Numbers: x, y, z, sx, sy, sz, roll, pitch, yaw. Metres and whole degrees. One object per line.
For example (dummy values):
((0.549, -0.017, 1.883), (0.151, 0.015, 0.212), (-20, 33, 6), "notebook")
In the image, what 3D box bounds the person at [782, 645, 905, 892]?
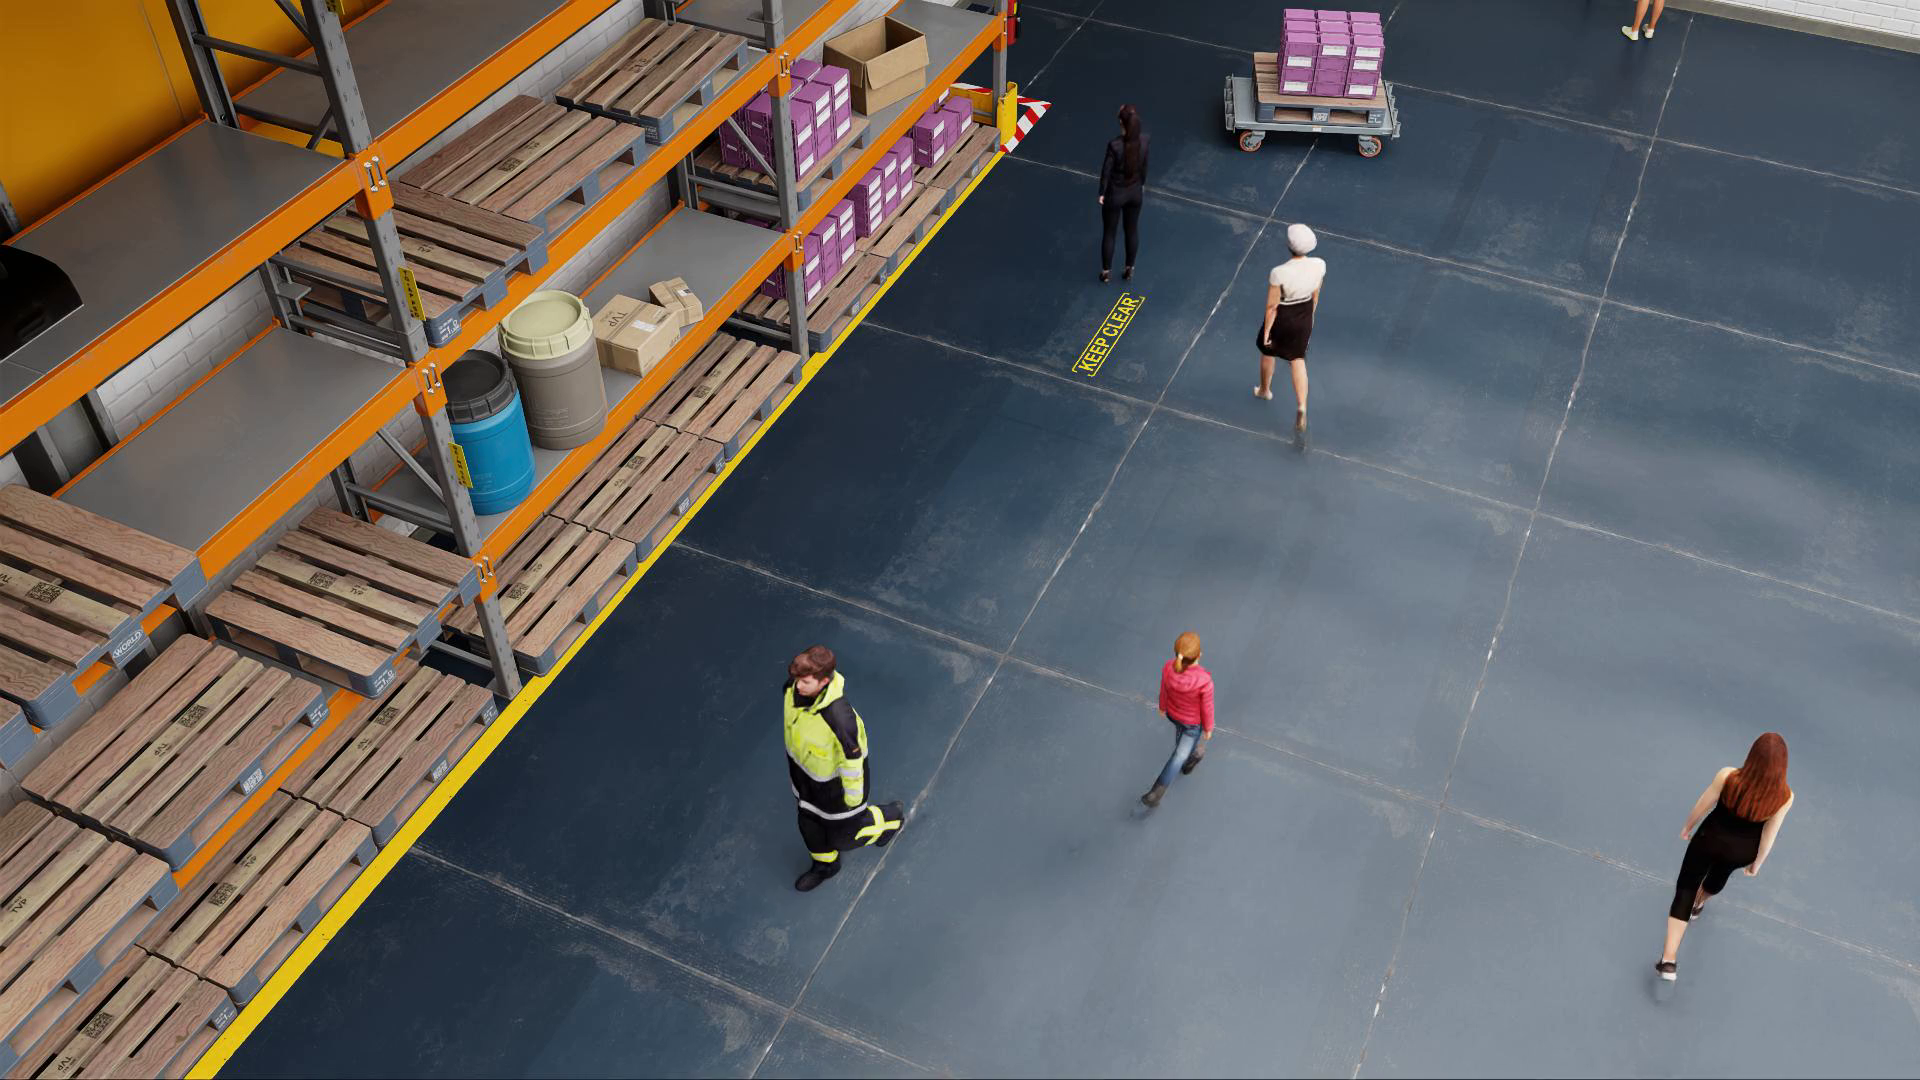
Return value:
((-0.685, 1.258, 9.463), (1.111, 1.963, 0.979), (-32, 52, -29), "person")

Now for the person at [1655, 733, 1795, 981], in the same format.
((4.179, 1.755, 9.138), (0.576, 1.692, 1.107), (17, 46, 17), "person")

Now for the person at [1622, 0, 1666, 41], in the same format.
((7.310, -6.083, 17.293), (0.679, 1.791, 0.711), (-4, 44, -5), "person")

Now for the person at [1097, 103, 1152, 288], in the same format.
((1.399, -2.897, 14.005), (0.633, 1.713, 0.691), (-14, 45, -14), "person")

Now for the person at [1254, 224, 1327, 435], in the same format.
((2.531, -1.576, 12.605), (0.979, 1.731, 1.109), (-9, 44, -9), "person")

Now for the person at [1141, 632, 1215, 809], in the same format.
((1.321, 1.117, 10.103), (0.712, 1.284, 0.973), (34, 53, 30), "person")
